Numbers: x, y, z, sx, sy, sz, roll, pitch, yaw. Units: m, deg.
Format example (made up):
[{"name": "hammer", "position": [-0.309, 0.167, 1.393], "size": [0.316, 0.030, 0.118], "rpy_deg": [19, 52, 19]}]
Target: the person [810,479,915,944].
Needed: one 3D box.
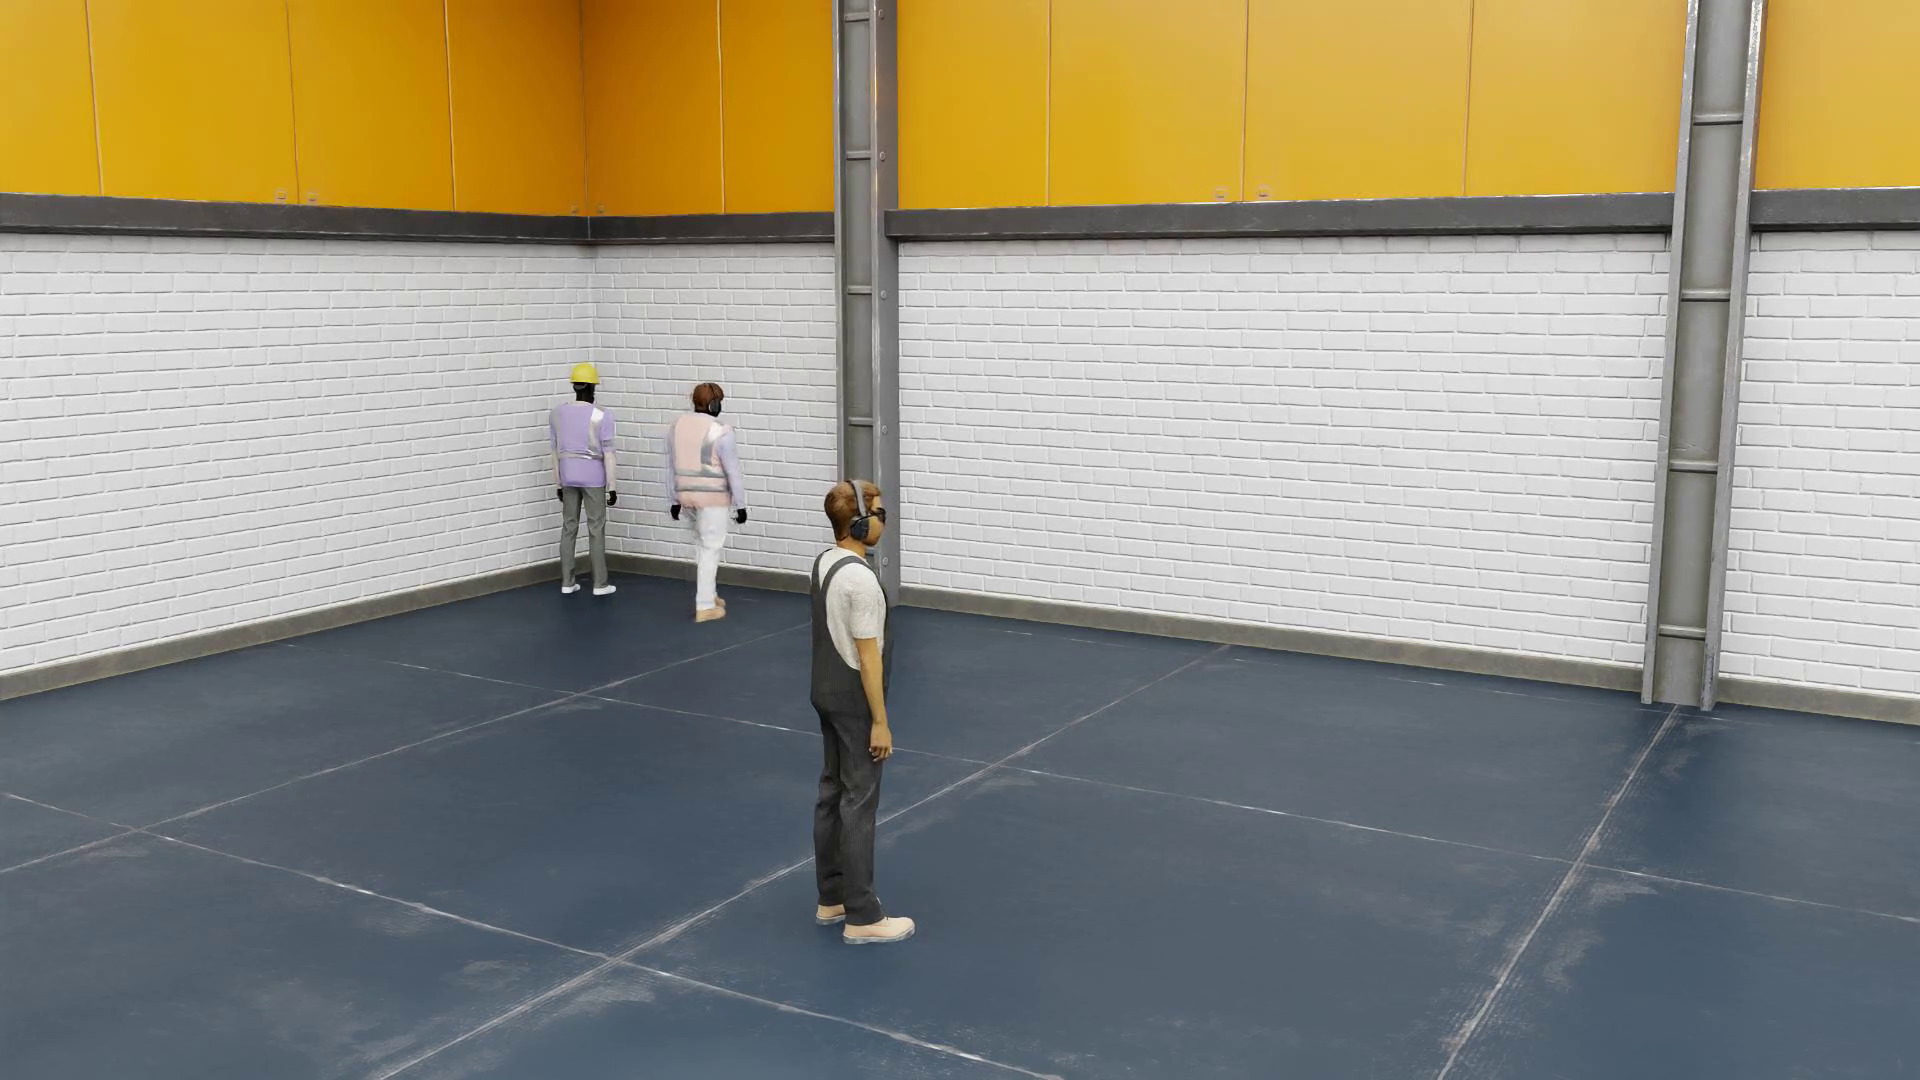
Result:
[{"name": "person", "position": [-0.416, 0.674, 6.619], "size": [0.345, 1.847, 0.504], "rpy_deg": [-5, 10, -28]}]

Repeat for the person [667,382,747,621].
[{"name": "person", "position": [-1.880, -0.305, 12.802], "size": [0.650, 1.819, 0.637], "rpy_deg": [6, 11, 34]}]

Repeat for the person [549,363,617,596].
[{"name": "person", "position": [-3.086, -0.495, 13.714], "size": [0.580, 1.918, 0.405], "rpy_deg": [2, 9, 15]}]
